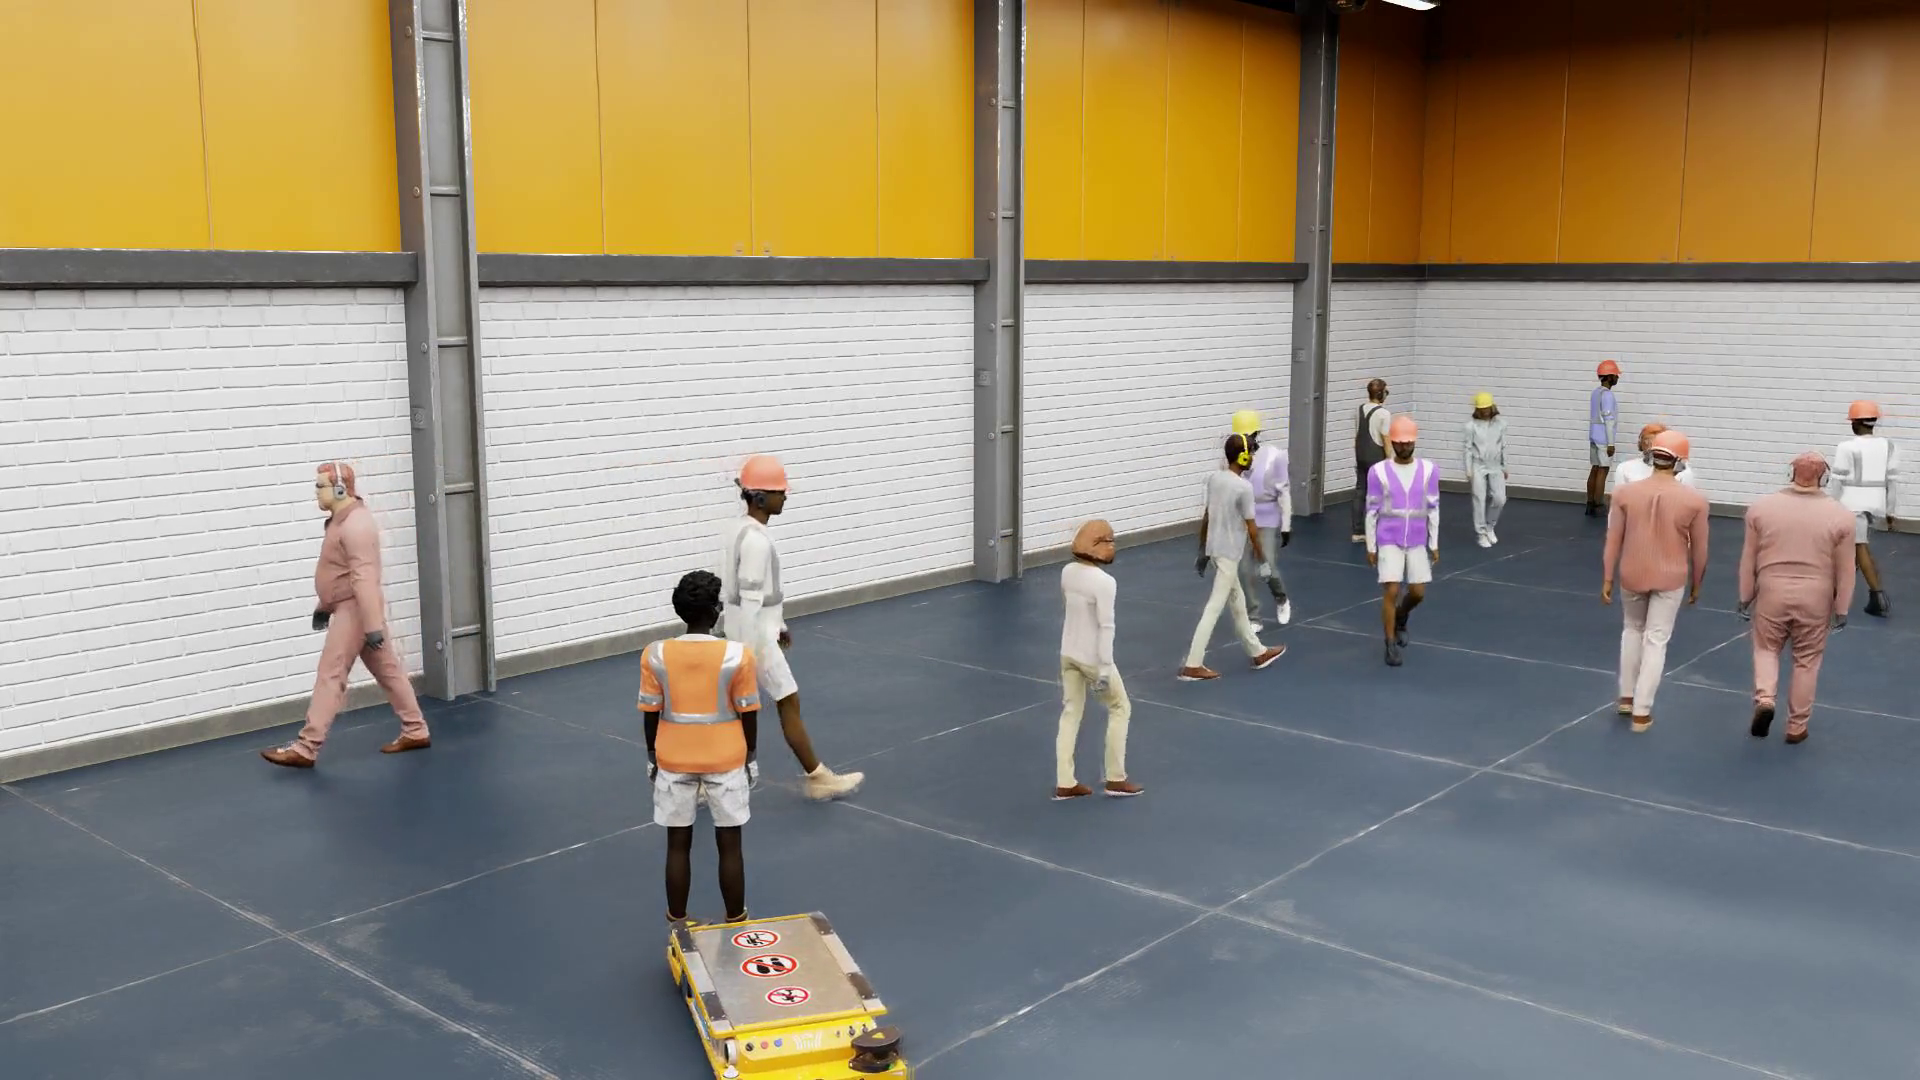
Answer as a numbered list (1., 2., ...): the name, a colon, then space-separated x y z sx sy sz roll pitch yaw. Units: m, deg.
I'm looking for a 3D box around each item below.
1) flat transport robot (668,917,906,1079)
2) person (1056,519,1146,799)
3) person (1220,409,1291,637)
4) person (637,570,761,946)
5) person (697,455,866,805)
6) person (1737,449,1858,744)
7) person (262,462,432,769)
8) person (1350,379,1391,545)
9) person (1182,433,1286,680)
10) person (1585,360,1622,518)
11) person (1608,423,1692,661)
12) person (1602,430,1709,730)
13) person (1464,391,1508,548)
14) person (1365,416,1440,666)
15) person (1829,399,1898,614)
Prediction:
1. flat transport robot: -0.724 1.803 6.574 0.652 0.197 1.431 -3 9 -18
2. person: 0.800 0.675 9.466 0.620 1.613 0.502 -6 11 -34
3. person: 2.446 -0.143 13.727 0.632 1.887 0.622 6 11 34
4. person: -1.135 0.973 7.312 0.537 1.698 0.320 1 9 3
5. person: -1.092 0.517 9.294 1.038 1.991 0.618 -3 9 -17
6. person: 5.270 0.373 10.493 0.662 1.888 0.491 6 11 31
7. person: -3.740 0.446 10.146 0.985 1.854 0.652 -3 10 -19
8. person: 4.567 -0.860 18.393 0.362 1.844 0.514 -6 11 -34
9. person: 2.065 0.124 12.252 0.962 1.814 0.542 -3 10 -20
10. person: 7.923 -1.239 20.447 0.347 1.943 0.545 0 9 1
11. person: 5.446 -0.017 13.122 0.606 1.853 0.880 6 11 35
12. person: 4.624 0.248 11.034 0.612 1.961 0.769 6 11 34
13. person: 5.739 -0.765 18.140 0.518 1.718 0.378 -1 9 -5
14. person: 3.387 -0.009 12.798 0.559 1.918 0.551 0 9 2
15. person: 8.040 -0.304 14.794 0.547 1.887 0.995 -1 9 -8
